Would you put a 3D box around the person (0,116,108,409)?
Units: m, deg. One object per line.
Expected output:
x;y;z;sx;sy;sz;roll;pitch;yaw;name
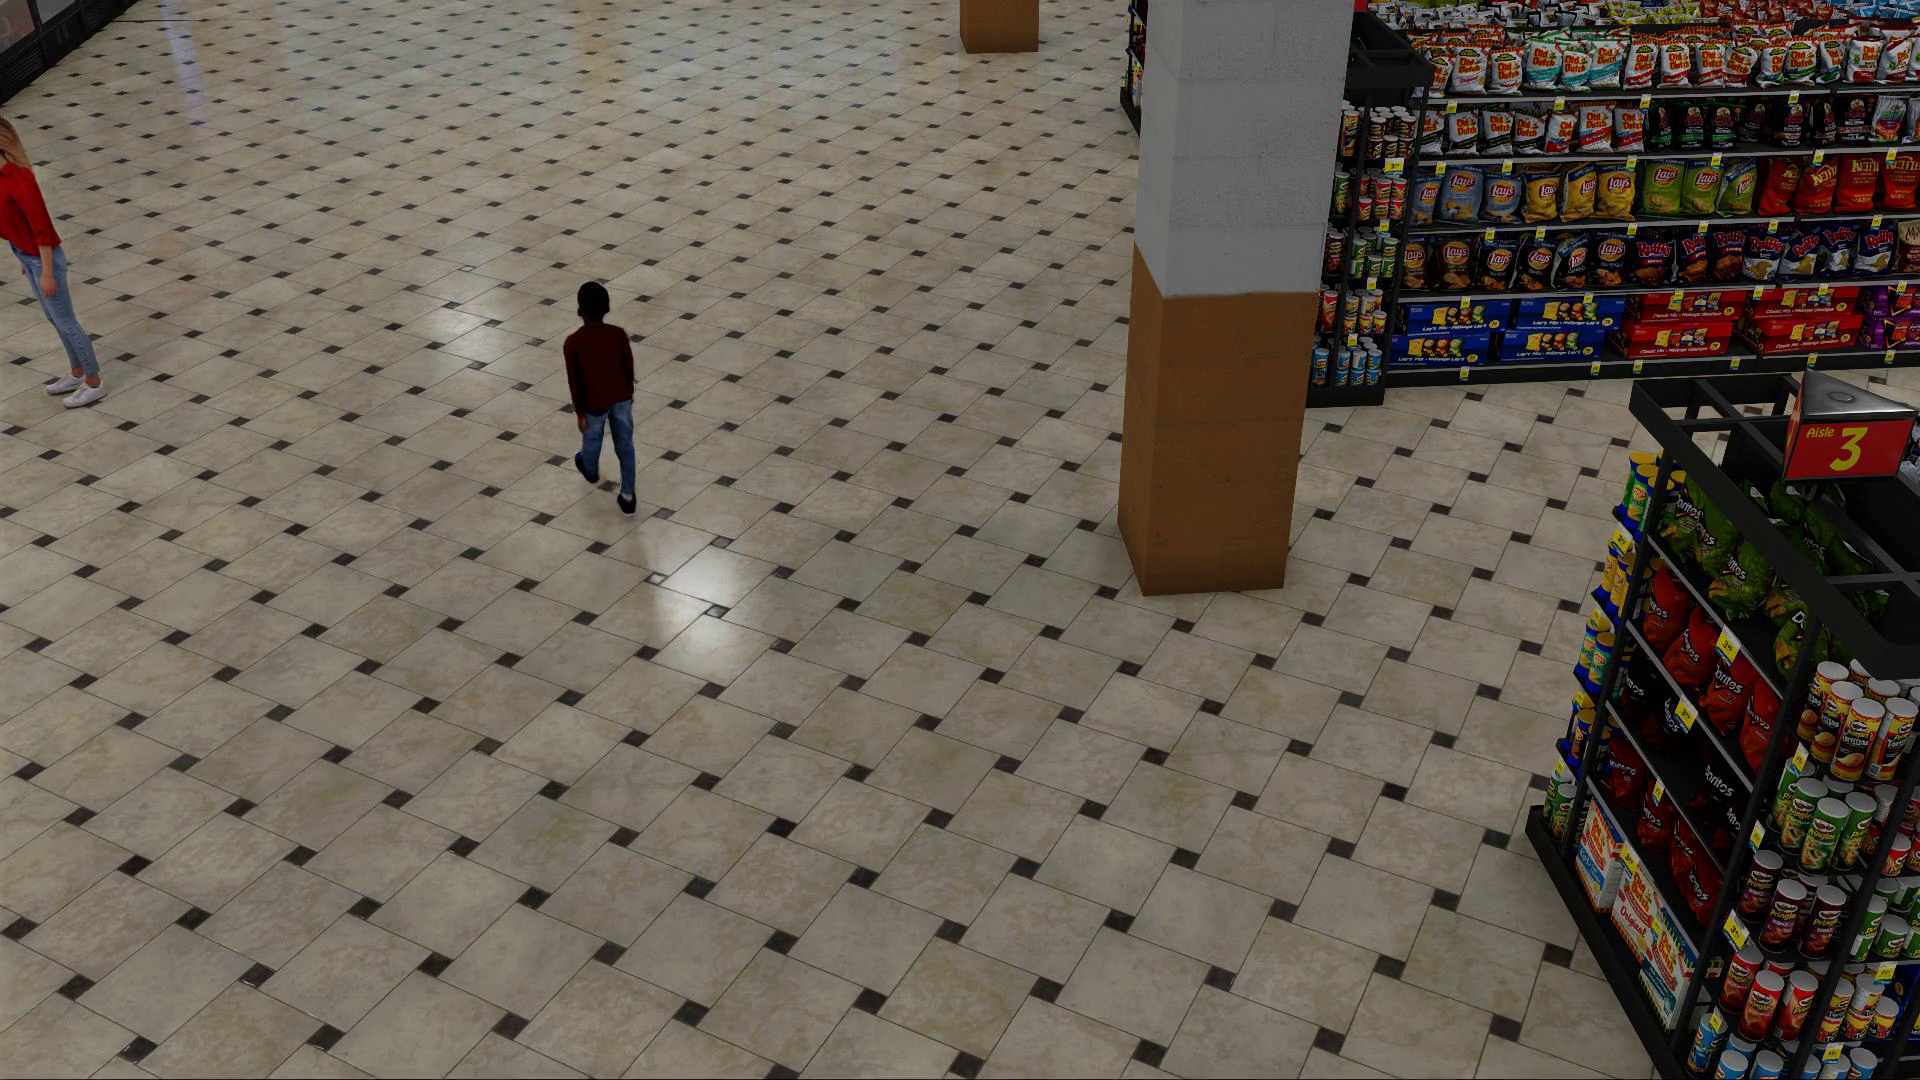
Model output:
-5.194;-1.572;9.389;0.714;1.703;0.688;-26;40;-35;person

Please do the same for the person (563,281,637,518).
-1.772;-0.679;8.402;0.843;1.231;0.769;-16;35;-24;person
